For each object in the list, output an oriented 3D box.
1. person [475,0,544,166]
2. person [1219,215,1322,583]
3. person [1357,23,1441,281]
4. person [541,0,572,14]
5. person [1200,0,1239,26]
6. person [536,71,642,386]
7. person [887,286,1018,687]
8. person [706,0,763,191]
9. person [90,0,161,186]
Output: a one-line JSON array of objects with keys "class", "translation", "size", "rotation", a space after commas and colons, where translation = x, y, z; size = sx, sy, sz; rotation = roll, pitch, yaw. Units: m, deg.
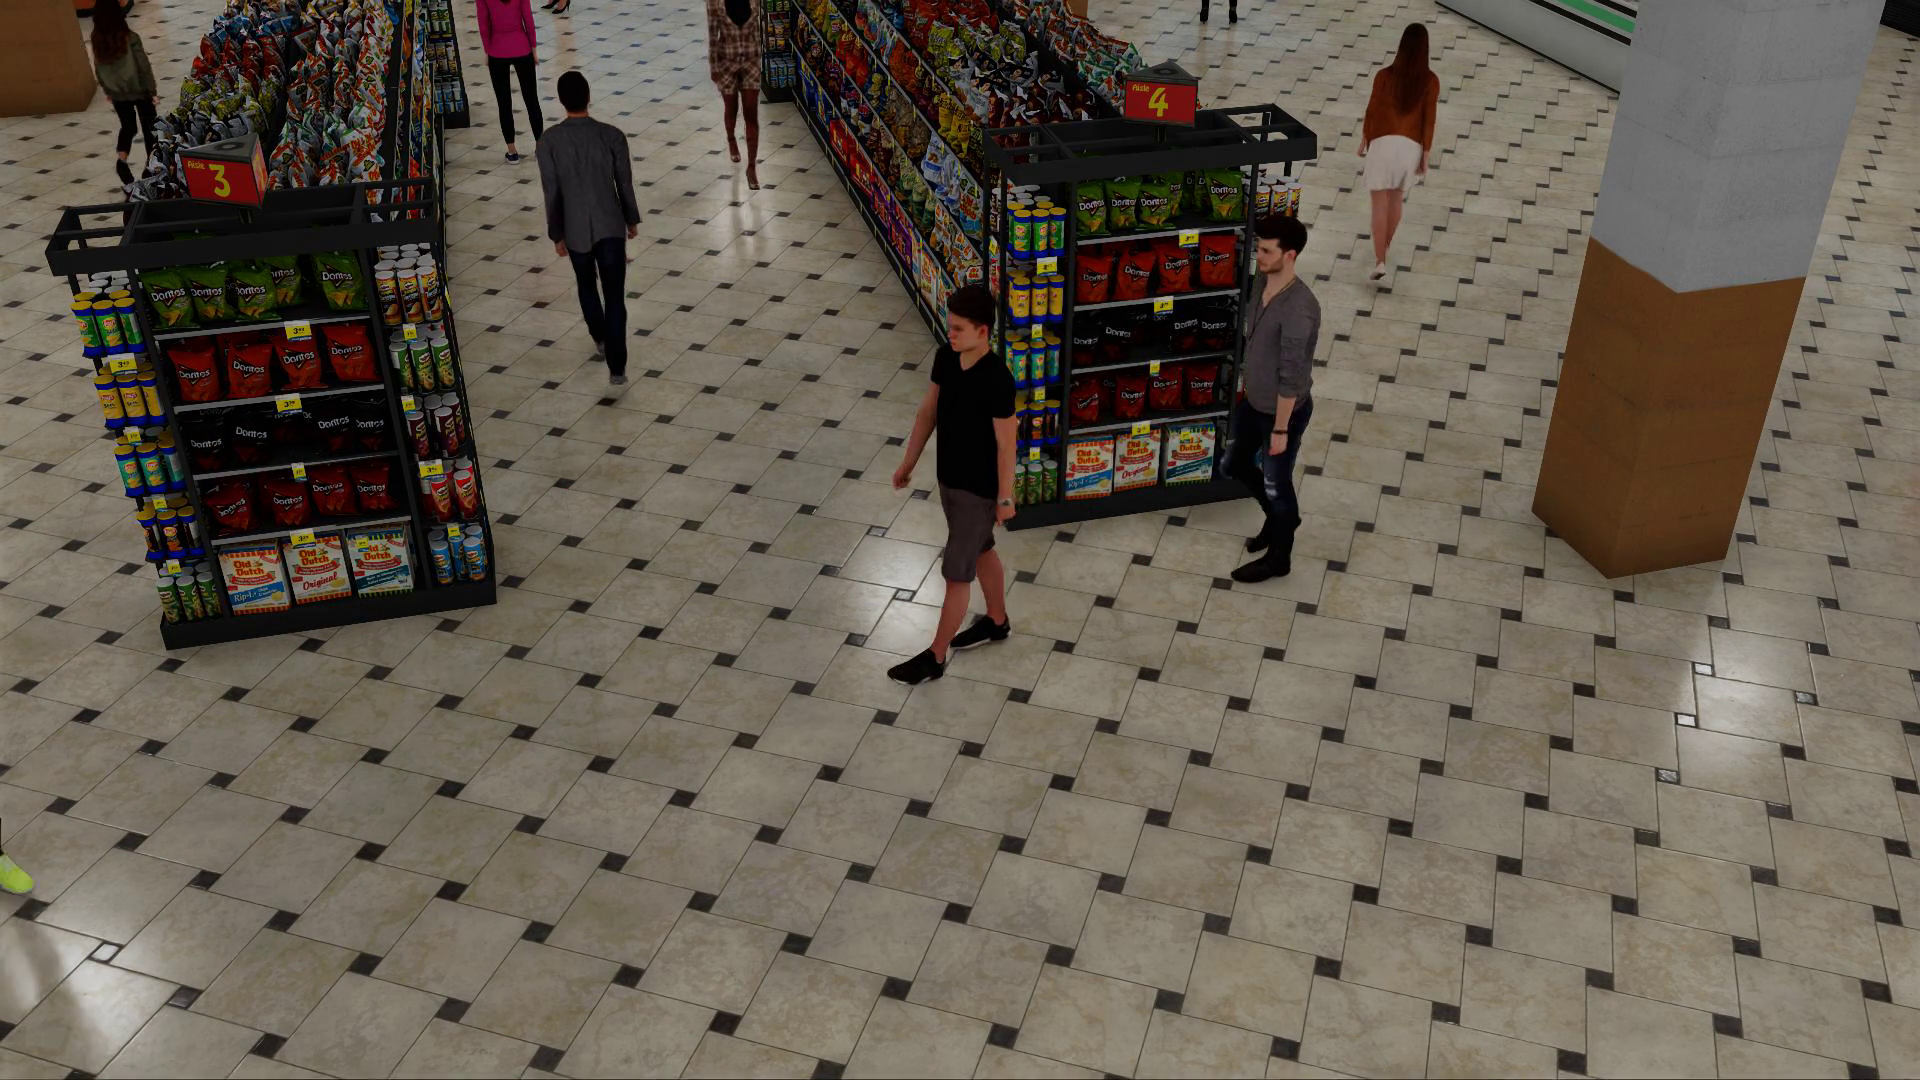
[{"class": "person", "translation": [-3.595, -3.871, 13.298], "size": [0.585, 1.698, 0.556], "rotation": [-9, 33, -15]}, {"class": "person", "translation": [1.581, -0.657, 7.947], "size": [0.775, 1.894, 0.636], "rotation": [-10, 33, -15]}, {"class": "person", "translation": [2.933, -2.578, 11.229], "size": [0.846, 1.690, 1.153], "rotation": [2, 32, 3]}, {"class": "person", "translation": [-4.301, -6.440, 17.313], "size": [0.862, 1.819, 0.776], "rotation": [-20, 37, -29]}, {"class": "person", "translation": [2.673, -6.191, 16.891], "size": [0.741, 1.841, 0.754], "rotation": [7, 33, 11]}, {"class": "person", "translation": [-2.147, -1.779, 9.810], "size": [0.783, 1.832, 1.236], "rotation": [-5, 32, -8]}, {"class": "person", "translation": [0.114, -0.280, 7.394], "size": [0.894, 1.839, 0.994], "rotation": [-17, 36, -25]}, {"class": "person", "translation": [-1.749, -3.661, 12.911], "size": [0.617, 1.751, 1.077], "rotation": [-9, 33, -14]}, {"class": "person", "translation": [-6.418, -3.421, 12.798], "size": [0.736, 1.463, 0.881], "rotation": [2, 32, 4]}]
